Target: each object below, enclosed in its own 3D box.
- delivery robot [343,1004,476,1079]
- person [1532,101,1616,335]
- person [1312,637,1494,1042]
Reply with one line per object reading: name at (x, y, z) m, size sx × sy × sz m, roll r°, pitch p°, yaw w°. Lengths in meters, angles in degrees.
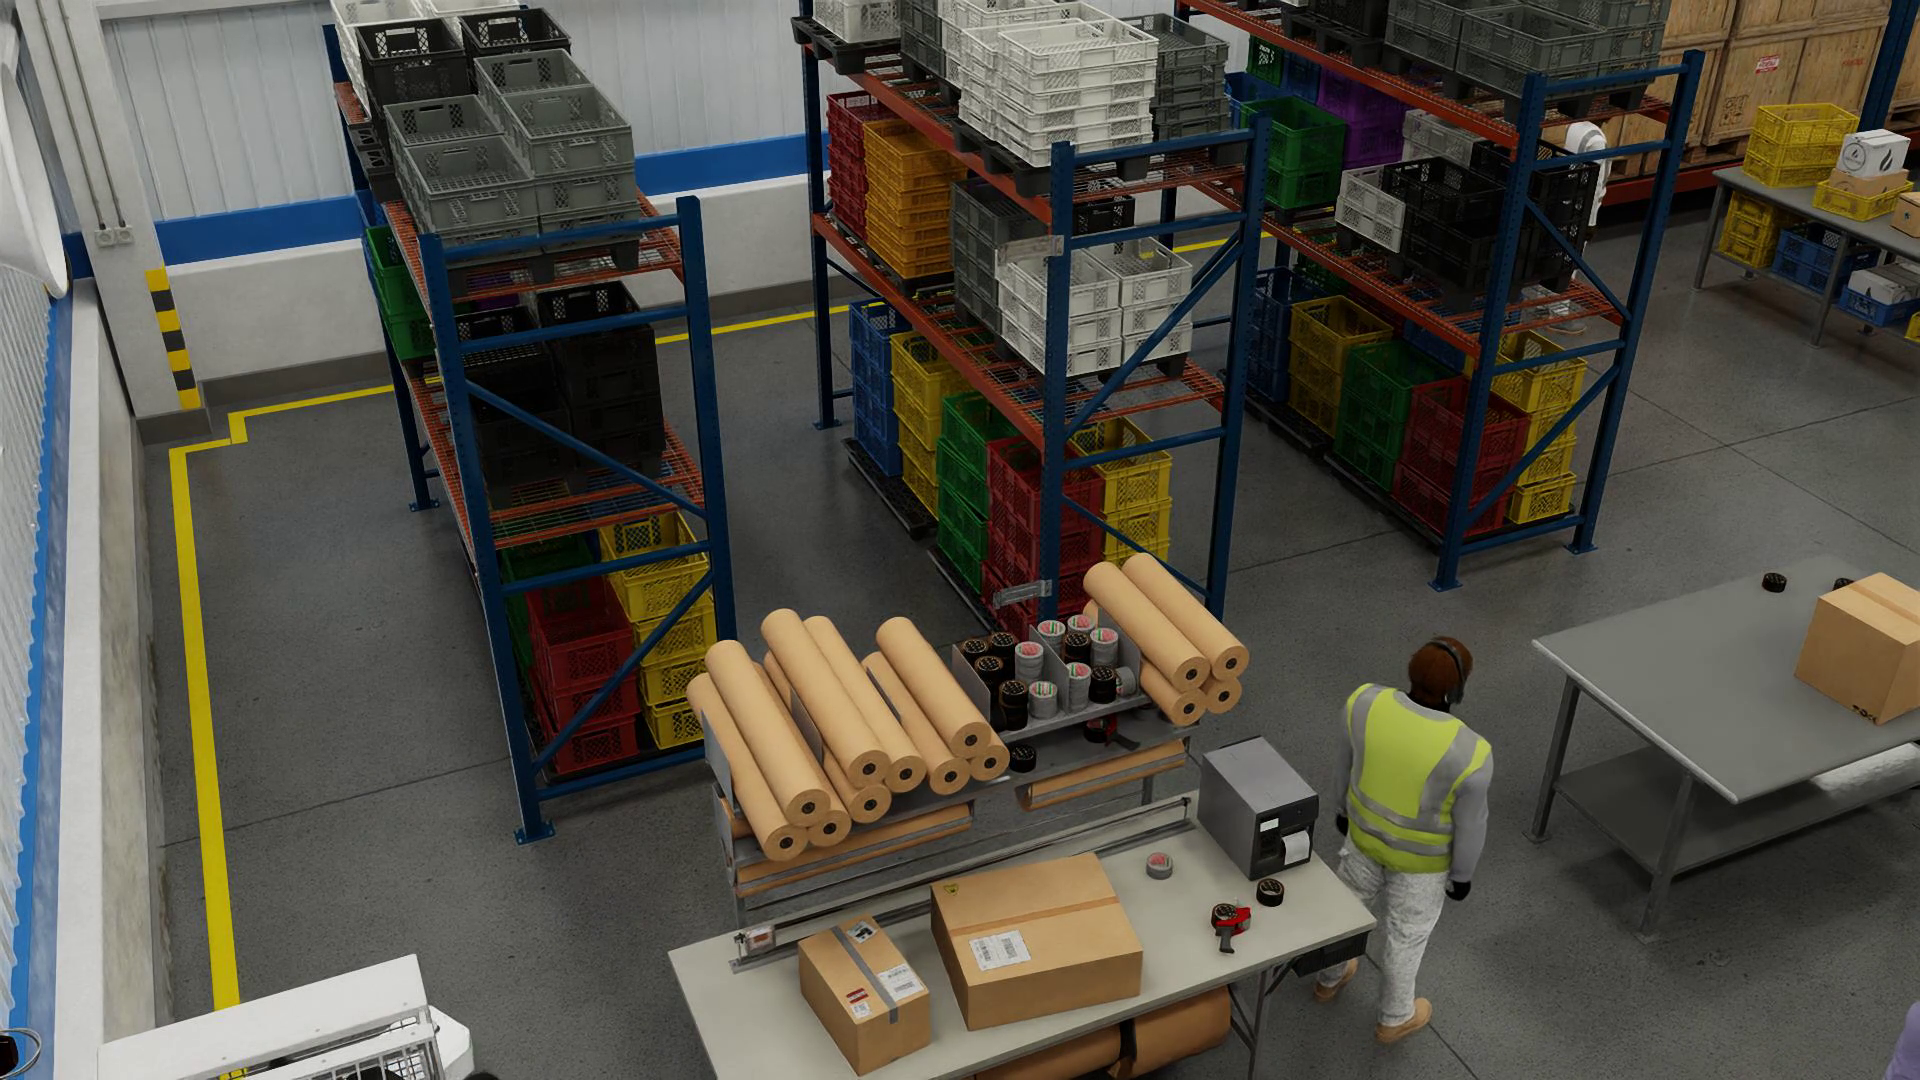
delivery robot at (-2.175, 2.073, 6.223) m, size 0.477 × 0.478 × 0.707 m, roll 19°, pitch 37°, yaw 28°
person at (4.623, -2.479, 12.440) m, size 0.355 × 1.887 × 0.574 m, roll -2°, pitch 32°, yaw -3°
person at (1.755, 1.175, 6.569) m, size 0.431 × 1.831 × 0.645 m, roll -27°, pitch 41°, yaw -37°
